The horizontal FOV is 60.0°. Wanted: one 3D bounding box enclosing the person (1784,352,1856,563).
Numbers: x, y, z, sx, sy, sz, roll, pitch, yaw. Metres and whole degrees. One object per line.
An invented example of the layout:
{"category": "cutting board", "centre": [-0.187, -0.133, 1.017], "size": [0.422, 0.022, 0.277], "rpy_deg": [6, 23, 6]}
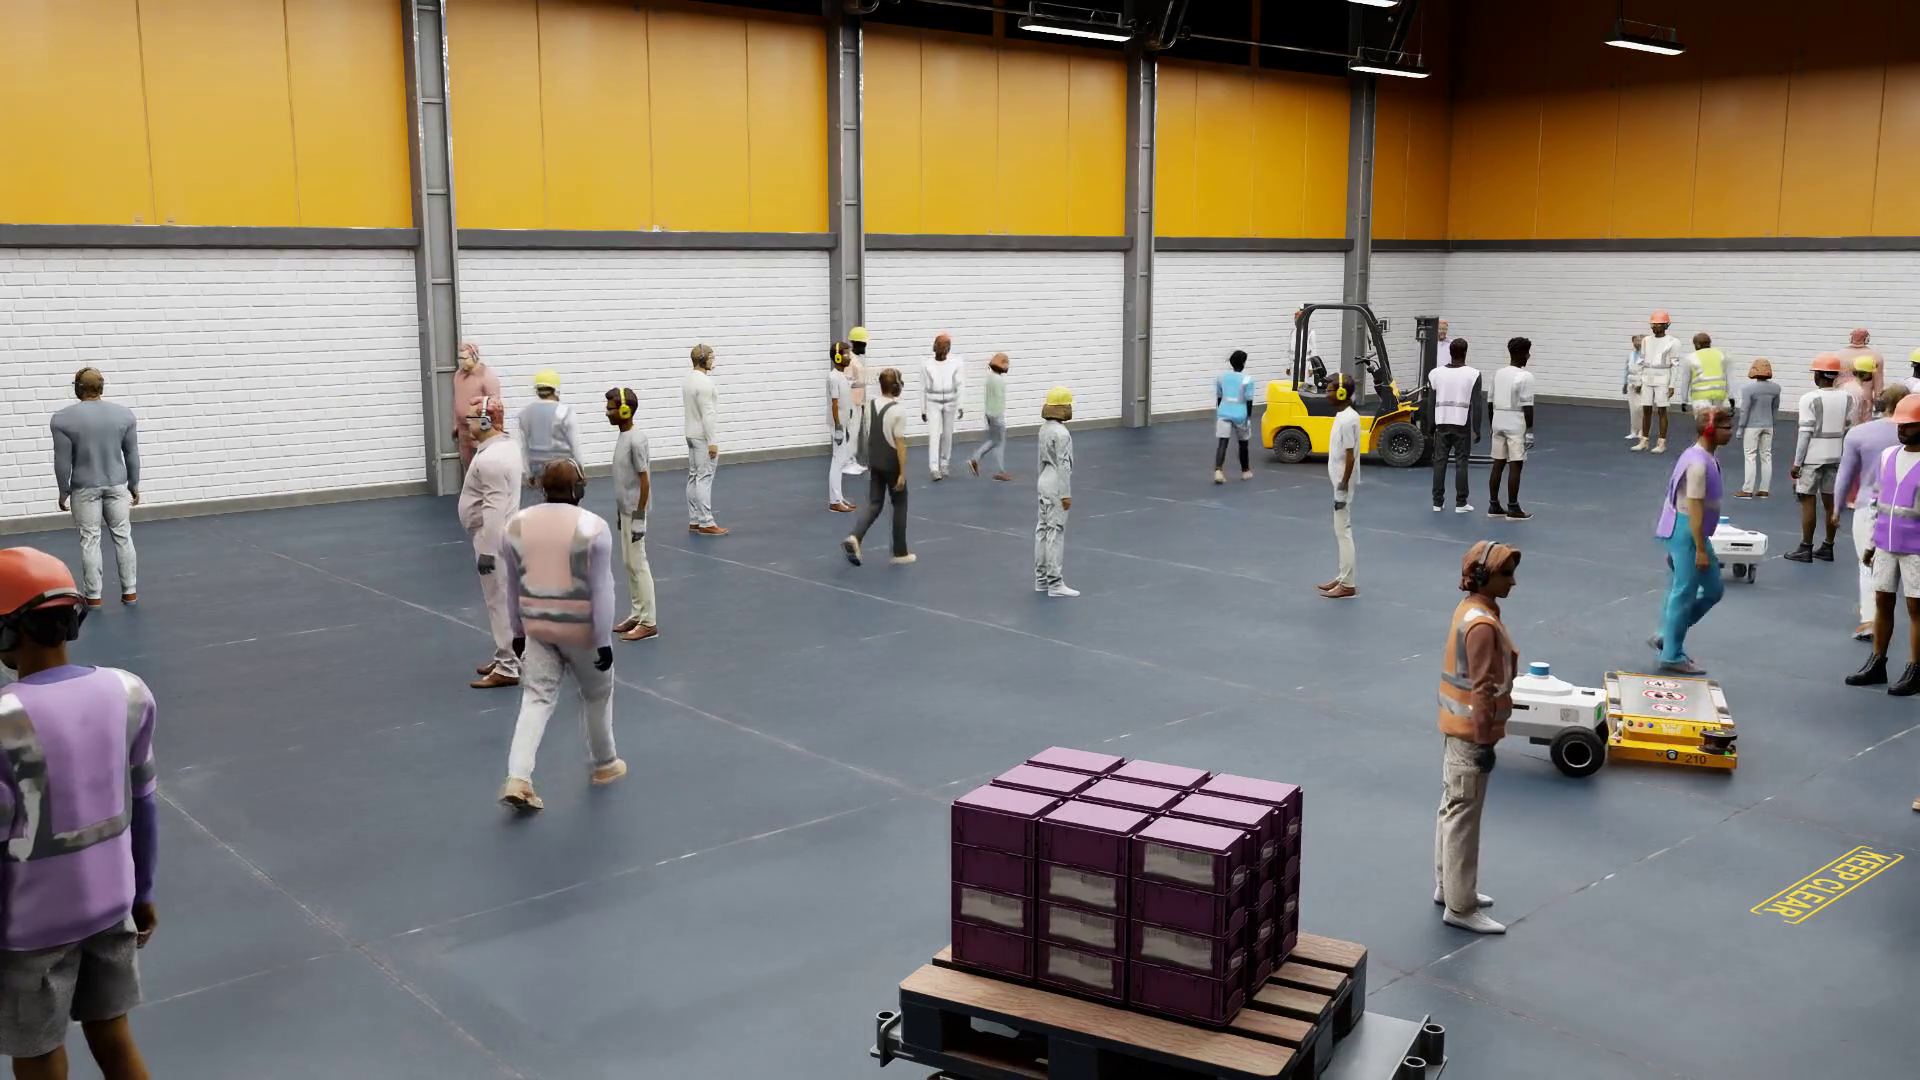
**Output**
{"category": "person", "centre": [7.906, -0.756, 15.315], "size": [0.552, 1.937, 0.356], "rpy_deg": [-2, 10, -14]}

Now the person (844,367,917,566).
{"category": "person", "centre": [-0.709, -0.643, 14.983], "size": [0.517, 1.826, 0.750], "rpy_deg": [7, 12, 37]}

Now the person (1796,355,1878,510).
{"category": "person", "centre": [9.765, -1.182, 18.401], "size": [0.730, 1.734, 0.529], "rpy_deg": [1, 10, 6]}

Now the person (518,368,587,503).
{"category": "person", "centre": [-3.696, -0.642, 15.002], "size": [0.599, 1.812, 0.721], "rpy_deg": [4, 10, 22]}

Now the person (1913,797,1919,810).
{"category": "person", "centre": [5.112, 0.430, 8.212], "size": [0.392, 1.991, 0.613], "rpy_deg": [-7, 12, -36]}

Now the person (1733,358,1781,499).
{"category": "person", "centre": [9.263, -1.289, 19.324], "size": [0.497, 1.633, 0.284], "rpy_deg": [-2, 10, -12]}

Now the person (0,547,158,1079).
{"category": "person", "centre": [-2.513, 1.026, 4.630], "size": [0.406, 2.029, 0.612], "rpy_deg": [4, 10, 20]}

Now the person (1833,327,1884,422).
{"category": "person", "centre": [11.568, -1.800, 21.516], "size": [0.652, 1.906, 0.402], "rpy_deg": [6, 12, 33]}

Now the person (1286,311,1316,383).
{"category": "person", "centre": [5.795, -2.952, 28.327], "size": [0.337, 1.882, 0.584], "rpy_deg": [-7, 12, -37]}

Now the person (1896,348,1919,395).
{"category": "person", "centre": [9.478, -0.958, 16.533], "size": [0.383, 1.922, 0.593], "rpy_deg": [0, 10, 0]}

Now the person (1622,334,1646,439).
{"category": "person", "centre": [10.401, -2.350, 25.548], "size": [0.379, 1.624, 0.542], "rpy_deg": [-4, 10, -22]}

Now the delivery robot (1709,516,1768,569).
{"category": "delivery robot", "centre": [6.599, 0.040, 14.422], "size": [0.707, 0.478, 0.477], "rpy_deg": [1, 10, 8]}

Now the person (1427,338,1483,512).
{"category": "person", "centre": [5.437, -1.257, 18.303], "size": [0.596, 1.918, 0.382], "rpy_deg": [6, 11, 32]}

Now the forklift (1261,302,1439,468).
{"category": "forklift", "centre": [5.320, -2.157, 22.763], "size": [2.313, 2.155, 1.214], "rpy_deg": [3, 10, 16]}

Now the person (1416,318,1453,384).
{"category": "person", "centre": [6.994, -2.290, 24.389], "size": [0.643, 1.908, 0.411], "rpy_deg": [-2, 10, -12]}

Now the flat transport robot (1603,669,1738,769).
{"category": "flat transport robot", "centre": [4.141, 1.024, 9.761], "size": [0.652, 0.197, 1.431], "rpy_deg": [3, 10, 19]}

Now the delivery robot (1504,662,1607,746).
{"category": "delivery robot", "centre": [3.208, 0.924, 9.243], "size": [0.707, 0.478, 0.477], "rpy_deg": [4, 11, 23]}

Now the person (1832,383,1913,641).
{"category": "person", "centre": [6.869, -0.211, 12.336], "size": [0.662, 1.894, 1.038], "rpy_deg": [3, 10, 16]}

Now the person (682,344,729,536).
{"category": "person", "centre": [-2.592, -1.009, 16.793], "size": [0.372, 1.940, 0.632], "rpy_deg": [-5, 11, -27]}

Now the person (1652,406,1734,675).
{"category": "person", "centre": [4.916, 0.006, 11.151], "size": [0.447, 1.825, 0.576], "rpy_deg": [6, 11, 31]}

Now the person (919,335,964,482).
{"category": "person", "centre": [-0.234, -1.685, 21.114], "size": [0.559, 1.833, 0.984], "rpy_deg": [-1, 10, -8]}

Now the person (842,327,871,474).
{"category": "person", "centre": [-1.344, -1.799, 21.517], "size": [0.448, 1.908, 0.589], "rpy_deg": [3, 10, 19]}

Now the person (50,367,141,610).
{"category": "person", "centre": [-6.884, -0.413, 13.299], "size": [0.634, 1.940, 0.367], "rpy_deg": [-8, 13, -40]}

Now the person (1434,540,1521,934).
{"category": "person", "centre": [2.170, 0.813, 7.012], "size": [0.314, 1.636, 0.515], "rpy_deg": [2, 10, 12]}

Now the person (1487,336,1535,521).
{"category": "person", "centre": [5.905, -1.194, 17.790], "size": [0.362, 1.963, 0.613], "rpy_deg": [-5, 11, -25]}

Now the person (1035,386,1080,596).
{"category": "person", "centre": [0.808, -0.409, 13.846], "size": [0.310, 1.744, 0.486], "rpy_deg": [-3, 10, -18]}

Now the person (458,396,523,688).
{"category": "person", "centre": [-3.072, 0.010, 10.920], "size": [0.408, 1.908, 0.646], "rpy_deg": [-1, 10, -8]}

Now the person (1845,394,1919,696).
{"category": "person", "centre": [6.074, 0.030, 10.710], "size": [0.354, 1.939, 0.544], "rpy_deg": [-4, 11, -24]}

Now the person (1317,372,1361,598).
{"category": "person", "centre": [3.143, -0.448, 13.726], "size": [0.309, 1.864, 0.535], "rpy_deg": [2, 10, 11]}

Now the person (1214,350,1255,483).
{"category": "person", "centre": [3.398, -1.528, 20.681], "size": [0.538, 1.656, 0.866], "rpy_deg": [6, 11, 30]}

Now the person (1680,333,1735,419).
{"category": "person", "centre": [10.149, -1.921, 22.648], "size": [0.658, 1.764, 0.987], "rpy_deg": [0, 10, -1]}

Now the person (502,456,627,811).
{"category": "person", "centre": [-2.069, 0.472, 8.561], "size": [0.629, 1.802, 0.930], "rpy_deg": [2, 10, 14]}

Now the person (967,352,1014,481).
{"category": "person", "centre": [0.380, -1.544, 20.867], "size": [0.492, 1.617, 0.548], "rpy_deg": [-3, 10, -19]}

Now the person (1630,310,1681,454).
{"category": "person", "centre": [9.945, -2.253, 23.771], "size": [0.375, 2.043, 0.605], "rpy_deg": [-7, 12, -35]}

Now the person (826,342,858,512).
{"category": "person", "centre": [-1.309, -1.247, 18.375], "size": [0.328, 1.876, 0.513], "rpy_deg": [0, 10, 3]}

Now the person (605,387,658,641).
{"category": "person", "centre": [-2.422, -0.190, 12.216], "size": [0.310, 1.864, 0.534], "rpy_deg": [-4, 11, -24]}

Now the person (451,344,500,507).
{"category": "person", "centre": [-5.302, -1.215, 18.243], "size": [0.834, 1.867, 0.541], "rpy_deg": [7, 12, 37]}
